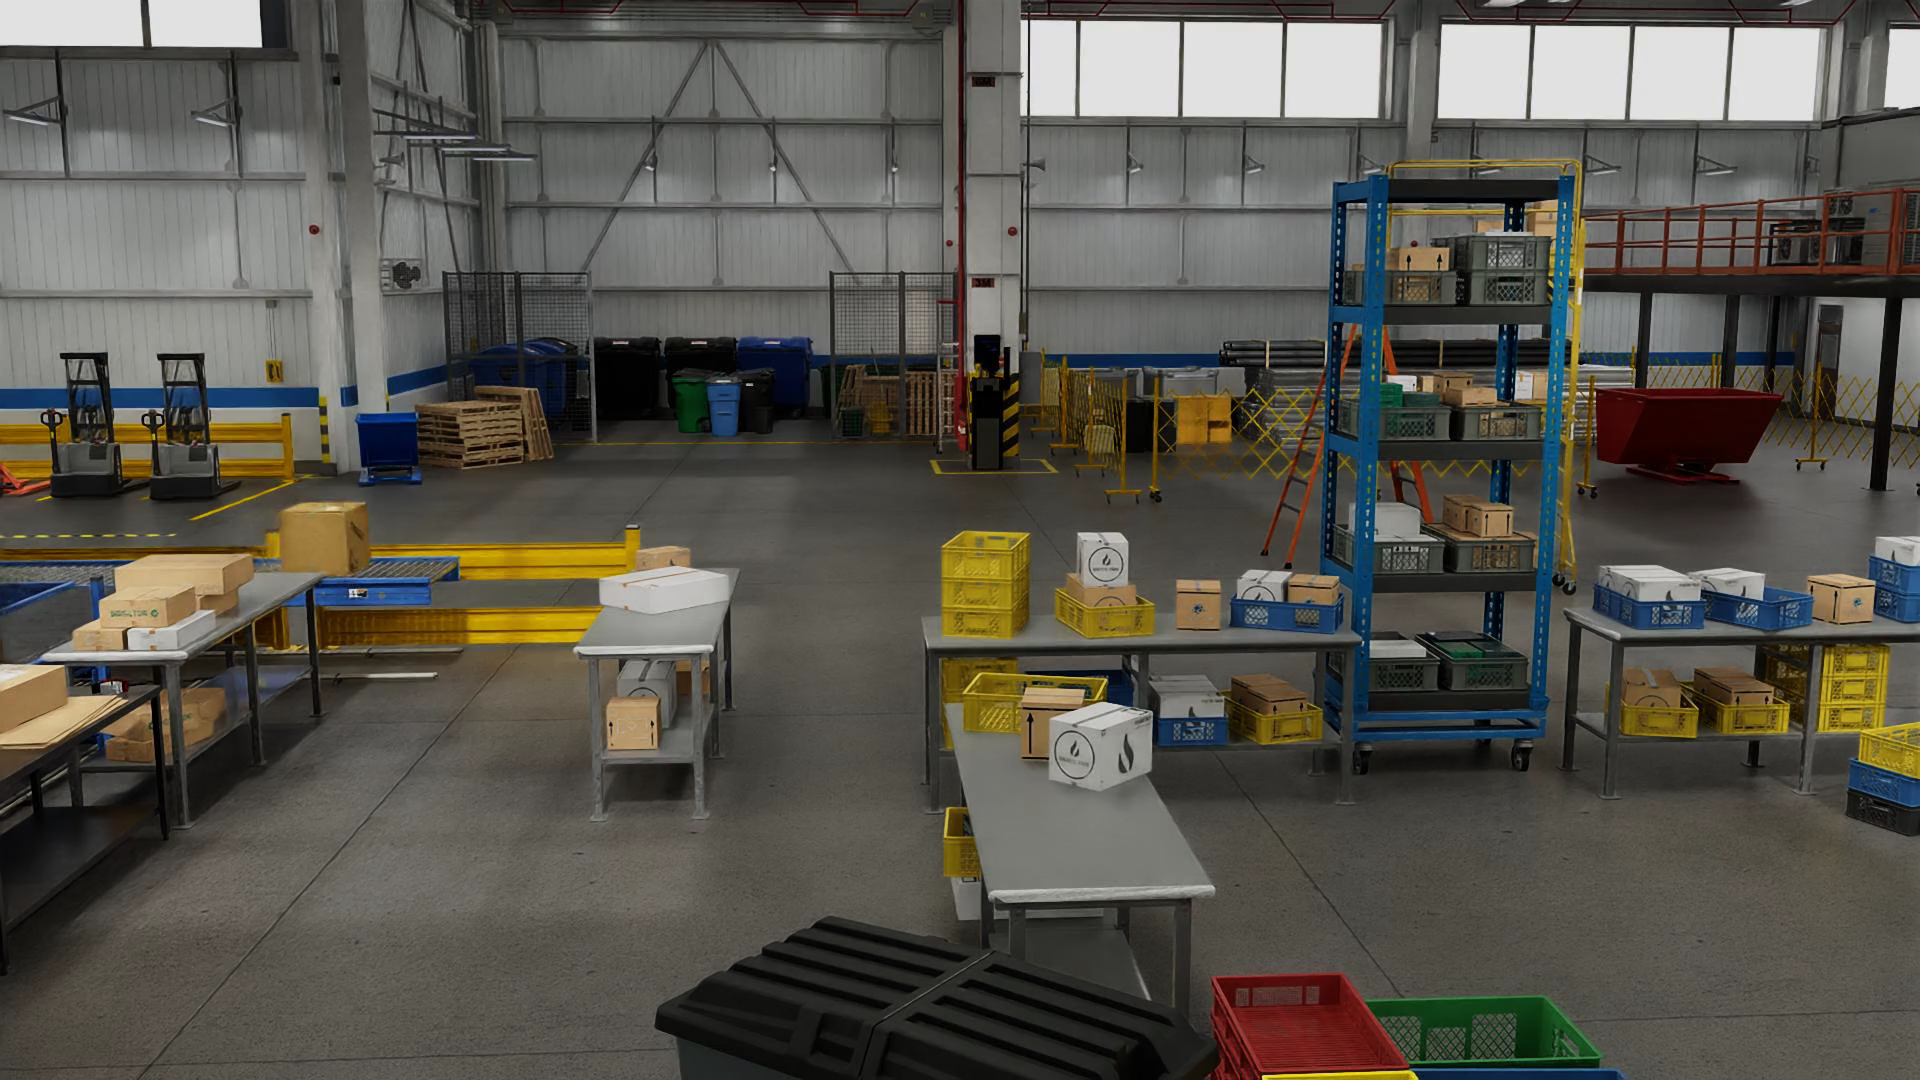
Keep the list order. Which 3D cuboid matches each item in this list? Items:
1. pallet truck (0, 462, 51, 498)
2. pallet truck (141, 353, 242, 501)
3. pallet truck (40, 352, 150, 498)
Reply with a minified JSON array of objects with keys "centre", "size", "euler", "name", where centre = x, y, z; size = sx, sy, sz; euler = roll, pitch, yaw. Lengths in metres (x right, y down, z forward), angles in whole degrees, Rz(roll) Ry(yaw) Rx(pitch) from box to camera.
[{"centre":[-13.193,-1.293,23.148],"size":[0.653,1.274,1.630],"euler":[-1,9,-4],"name":"pallet truck"},{"centre":[-10.520,-1.604,22.925],"size":[0.823,1.965,1.885],"euler":[-1,9,-6],"name":"pallet truck"},{"centre":[-11.907,-1.642,23.165],"size":[0.823,1.965,1.885],"euler":[0,9,0],"name":"pallet truck"}]
